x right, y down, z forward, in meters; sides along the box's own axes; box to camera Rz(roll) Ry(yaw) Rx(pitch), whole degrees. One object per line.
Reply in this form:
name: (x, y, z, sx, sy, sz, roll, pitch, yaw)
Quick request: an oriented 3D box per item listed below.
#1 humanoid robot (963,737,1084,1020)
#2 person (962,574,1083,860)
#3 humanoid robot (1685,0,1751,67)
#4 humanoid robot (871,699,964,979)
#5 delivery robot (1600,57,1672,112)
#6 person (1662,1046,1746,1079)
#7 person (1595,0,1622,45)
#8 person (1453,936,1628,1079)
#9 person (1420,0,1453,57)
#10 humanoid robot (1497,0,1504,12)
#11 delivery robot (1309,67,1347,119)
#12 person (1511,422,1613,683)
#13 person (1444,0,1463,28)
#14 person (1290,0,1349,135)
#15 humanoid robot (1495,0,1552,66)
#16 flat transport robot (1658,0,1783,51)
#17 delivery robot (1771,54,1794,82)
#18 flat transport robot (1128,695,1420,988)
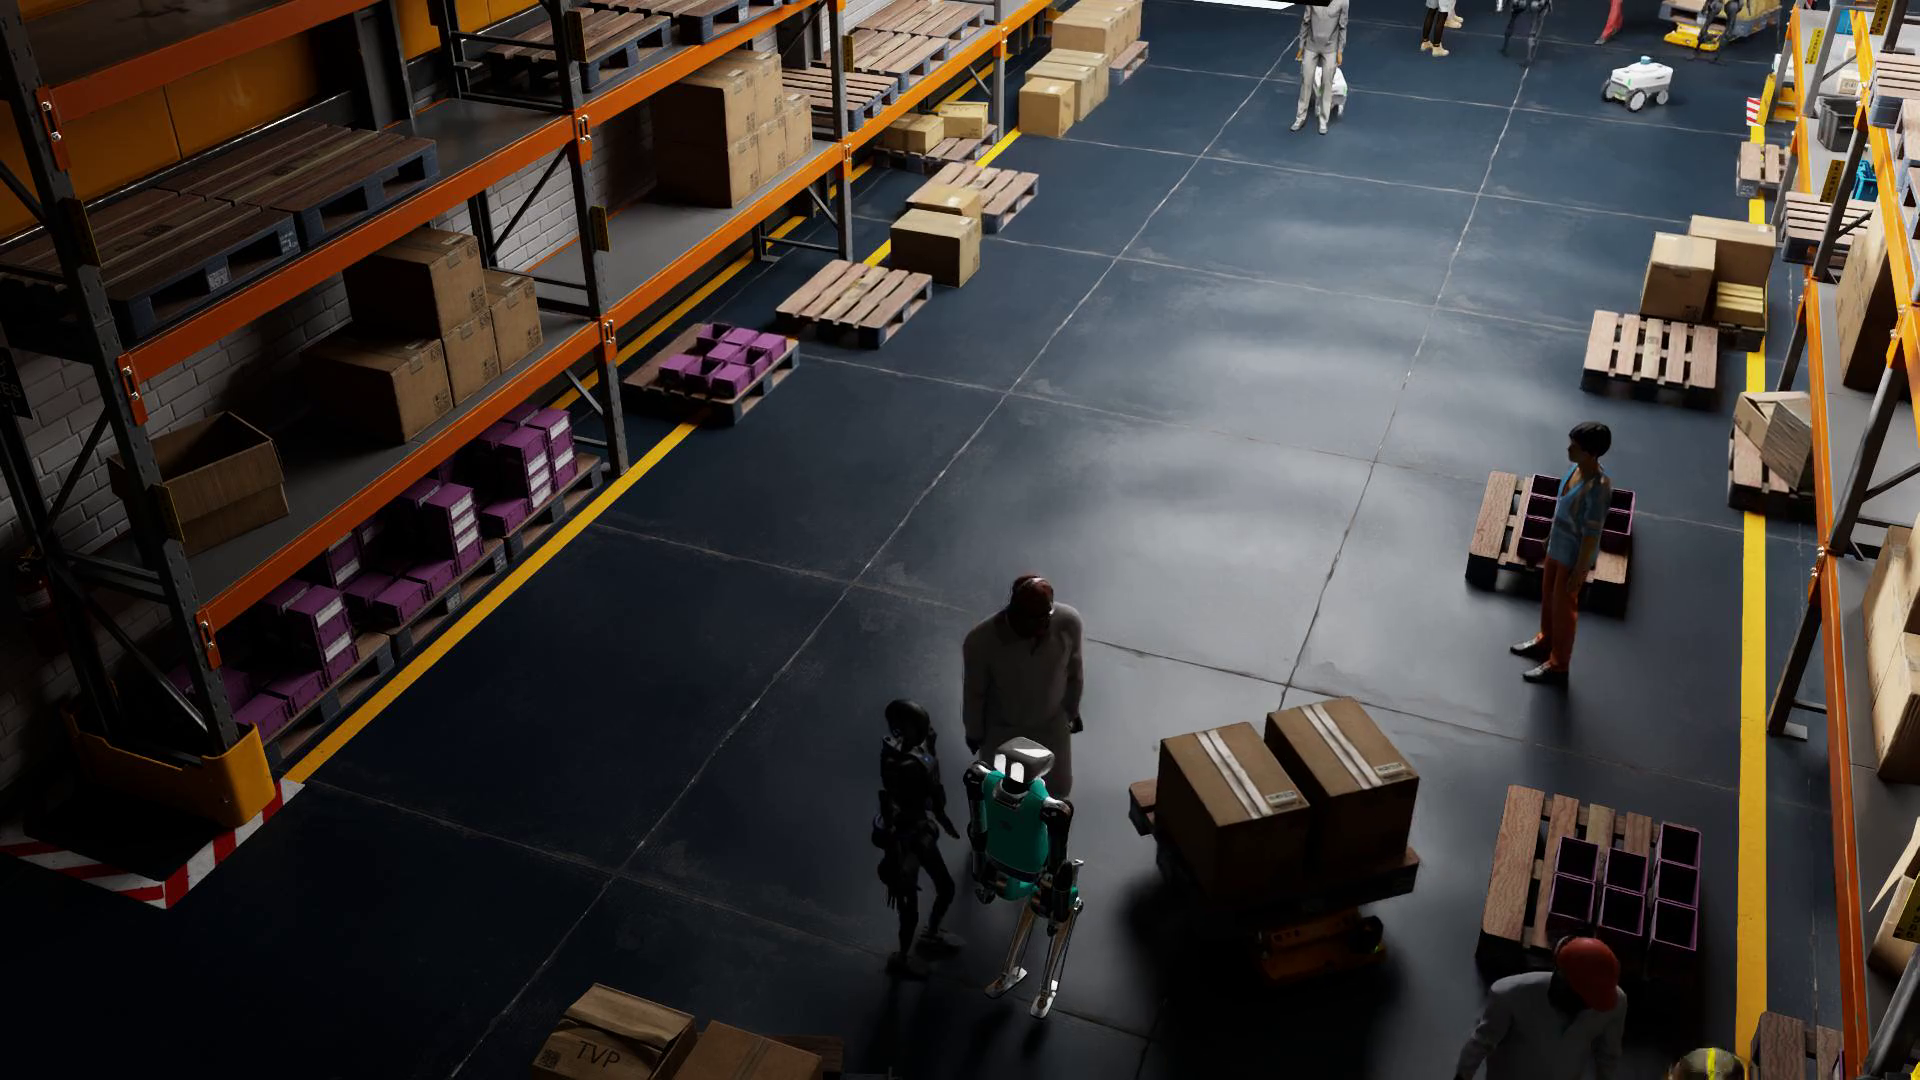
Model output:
humanoid robot: (0.385, 1.503, 7.790, 0.533, 1.677, 0.735, 20, 38, 28)
person: (0.329, 0.937, 8.667, 0.658, 1.878, 0.548, -9, 34, -14)
humanoid robot: (9.587, -6.786, 20.802, 0.612, 1.648, 0.467, 3, 33, 5)
humanoid robot: (-0.221, 1.454, 8.034, 0.350, 1.649, 0.585, 13, 35, 19)
delivery robot: (8.038, -5.410, 19.716, 0.796, 0.612, 0.499, -14, 35, -21)
person: (2.707, 2.553, 6.197, 0.879, 1.843, 0.554, 19, 37, 26)
person: (8.623, -7.402, 21.688, 0.754, 1.735, 0.538, -22, 39, -30)
person: (2.372, 2.258, 6.770, 0.601, 1.700, 0.865, -1, 33, -1)
person: (6.148, -7.037, 21.173, 0.319, 1.693, 0.531, -13, 35, -19)
humanoid robot: (7.623, -8.107, 22.840, 0.536, 1.850, 0.663, 16, 36, 23)
delivery robot: (4.322, -5.304, 19.548, 0.499, 0.606, 0.796, 2, 33, 3)
person: (3.697, 0.072, 10.110, 0.329, 1.757, 0.505, 1, 33, 1)
person: (6.734, -7.796, 22.271, 0.322, 1.771, 0.470, 12, 35, 18)
person: (4.049, -5.521, 18.633, 0.532, 1.901, 0.395, 11, 35, 17)
humanoid robot: (7.160, -6.853, 20.918, 0.613, 1.631, 0.532, 8, 34, 13)
flat transport robot: (10.023, -6.792, 22.102, 1.431, 0.231, 0.659, -27, 41, -35)
delivery robot: (10.172, -5.635, 20.031, 0.759, 0.575, 0.499, 12, 35, 18)
flat transport robot: (1.633, 1.749, 8.885, 0.659, 0.231, 1.431, -10, 34, -15)
